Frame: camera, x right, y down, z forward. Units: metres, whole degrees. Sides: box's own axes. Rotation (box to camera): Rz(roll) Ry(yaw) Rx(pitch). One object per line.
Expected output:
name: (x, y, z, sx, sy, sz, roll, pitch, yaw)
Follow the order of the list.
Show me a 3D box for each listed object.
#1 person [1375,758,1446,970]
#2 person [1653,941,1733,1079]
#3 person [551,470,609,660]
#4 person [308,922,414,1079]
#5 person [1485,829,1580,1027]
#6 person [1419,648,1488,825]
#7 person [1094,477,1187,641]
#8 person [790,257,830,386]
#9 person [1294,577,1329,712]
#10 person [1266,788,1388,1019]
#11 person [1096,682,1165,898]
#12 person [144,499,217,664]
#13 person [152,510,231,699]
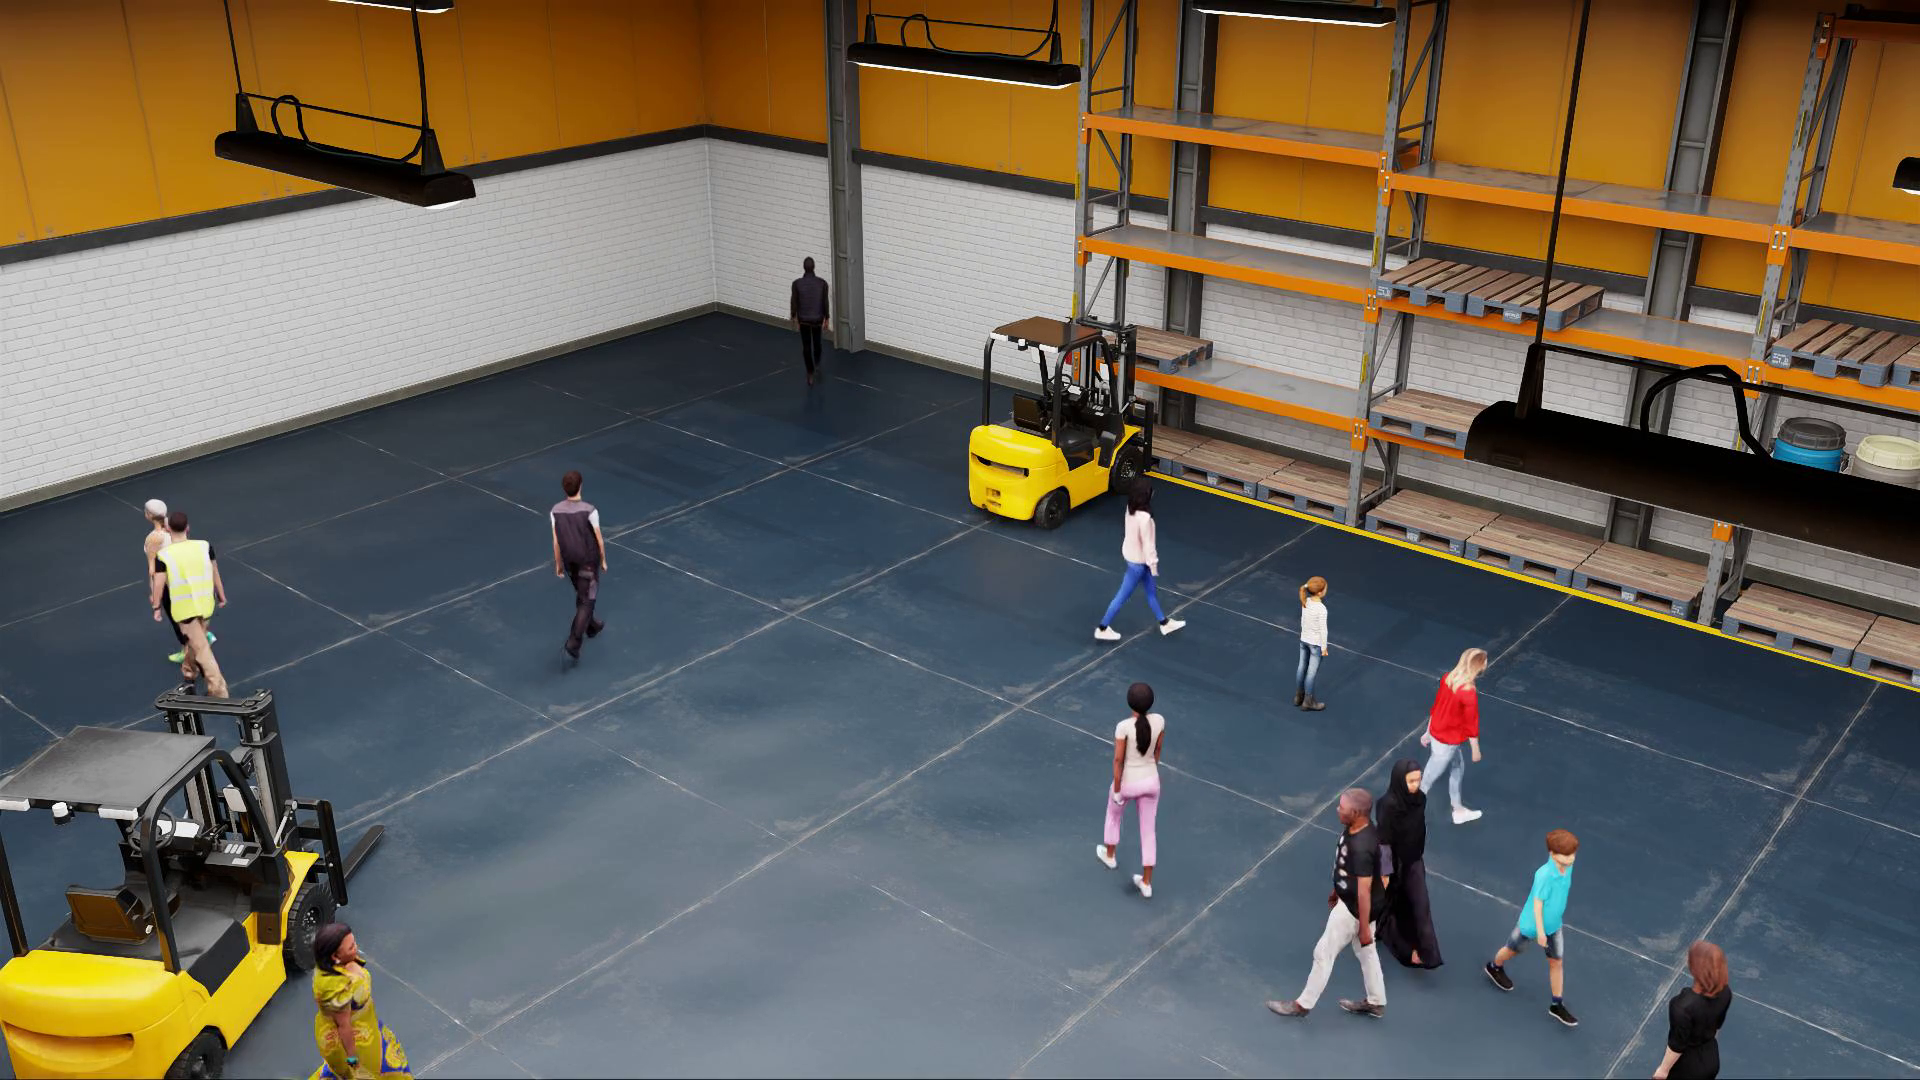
person: (3.068, 2.228, 11.893, 0.981, 1.601, 1.223, -9, 25, -19)
person: (4.300, 3.093, 9.783, 0.649, 1.705, 0.614, -13, 27, -27)
person: (-3.707, 0.264, 16.116, 1.170, 1.817, 1.002, 7, 24, 15)
person: (-3.769, 3.019, 10.032, 1.090, 1.641, 1.108, -10, 25, -21)
person: (3.919, 2.561, 11.365, 0.773, 1.413, 1.042, -13, 27, -27)
person: (3.767, 1.634, 13.187, 1.046, 1.652, 0.994, -3, 24, -7)
person: (1.651, 0.236, 16.309, 1.220, 1.713, 1.183, -3, 24, -6)
person: (-2.150, -3.114, 23.870, 1.108, 1.796, 1.220, -5, 24, -10)
person: (3.212, 0.939, 15.197, 0.602, 1.316, 0.524, -12, 26, -25)
person: (2.745, 2.474, 11.115, 1.168, 1.772, 0.999, 4, 24, 9)
person: (1.364, 1.897, 12.504, 0.875, 1.717, 1.001, -6, 24, -14)
person: (-7.469, 0.411, 15.936, 0.828, 1.692, 0.764, 3, 24, 7)
person: (-6.991, 0.661, 15.244, 1.143, 1.788, 0.807, 15, 28, 31)
